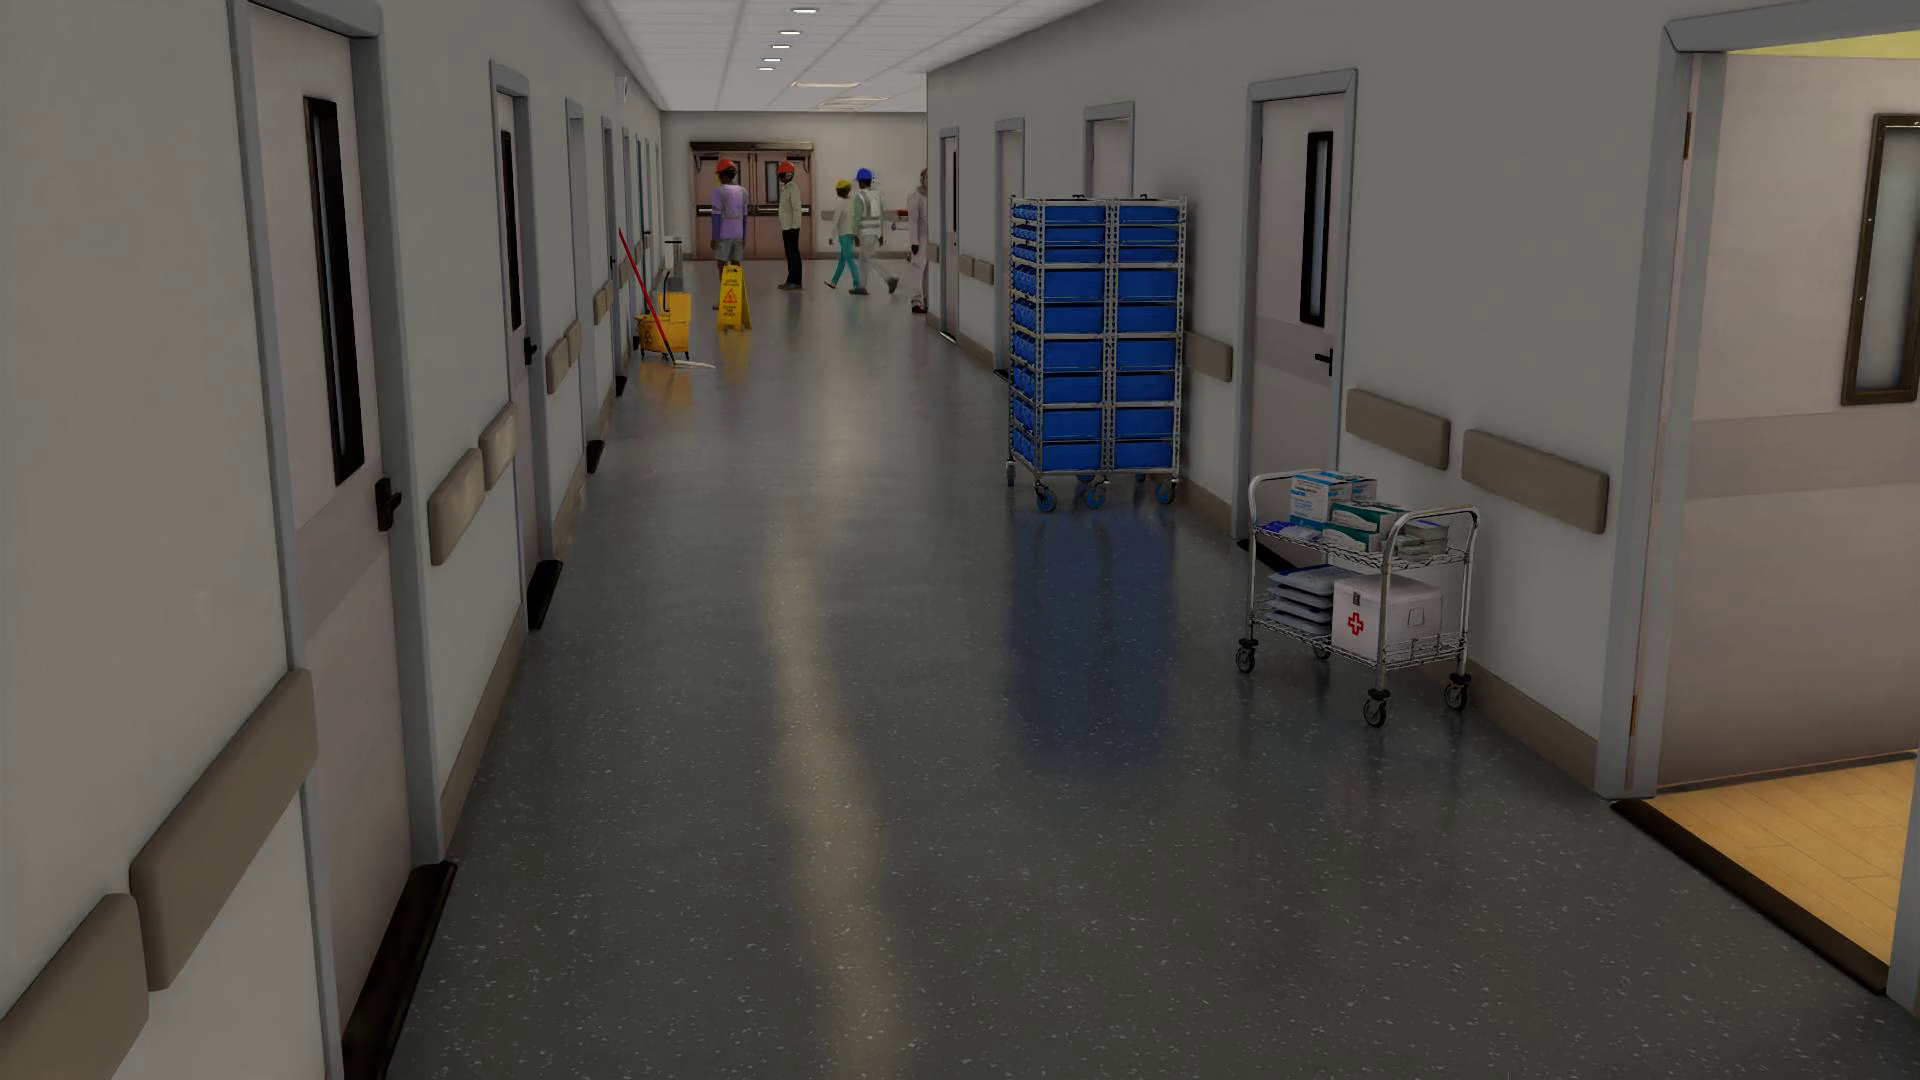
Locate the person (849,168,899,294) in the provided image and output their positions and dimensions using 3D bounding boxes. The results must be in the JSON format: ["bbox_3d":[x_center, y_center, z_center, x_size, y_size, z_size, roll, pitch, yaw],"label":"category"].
[{"bbox_3d":[-1.298,-4.610,24.934,0.906,1.915,0.619,8,15,31],"label":"person"}]

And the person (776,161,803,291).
[{"bbox_3d":[-2.677,-4.901,26.018,0.396,1.992,0.622,-5,14,-20],"label":"person"}]

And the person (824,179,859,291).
[{"bbox_3d":[-1.856,-4.742,25.906,0.878,1.724,0.534,7,15,30],"label":"person"}]

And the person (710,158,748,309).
[{"bbox_3d":[-3.152,-4.149,22.615,0.409,2.029,0.614,10,16,37],"label":"person"}]
